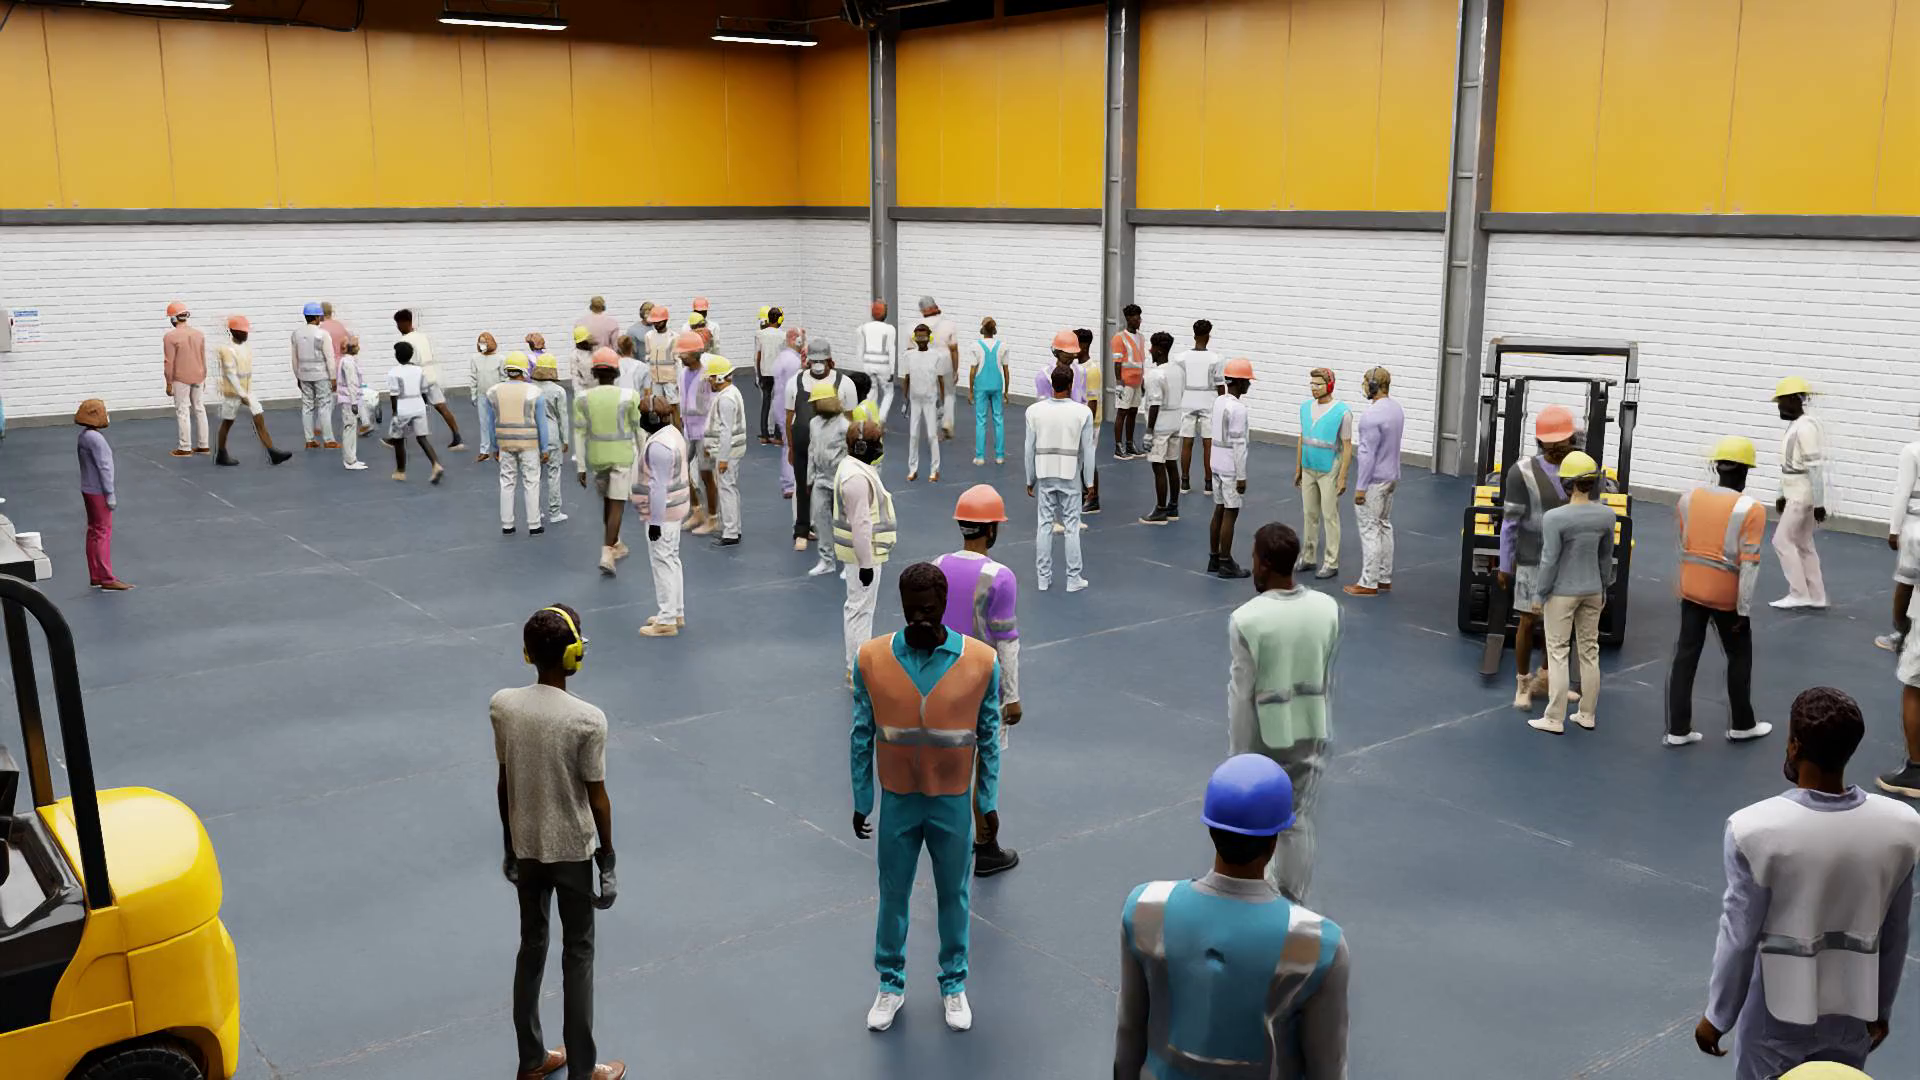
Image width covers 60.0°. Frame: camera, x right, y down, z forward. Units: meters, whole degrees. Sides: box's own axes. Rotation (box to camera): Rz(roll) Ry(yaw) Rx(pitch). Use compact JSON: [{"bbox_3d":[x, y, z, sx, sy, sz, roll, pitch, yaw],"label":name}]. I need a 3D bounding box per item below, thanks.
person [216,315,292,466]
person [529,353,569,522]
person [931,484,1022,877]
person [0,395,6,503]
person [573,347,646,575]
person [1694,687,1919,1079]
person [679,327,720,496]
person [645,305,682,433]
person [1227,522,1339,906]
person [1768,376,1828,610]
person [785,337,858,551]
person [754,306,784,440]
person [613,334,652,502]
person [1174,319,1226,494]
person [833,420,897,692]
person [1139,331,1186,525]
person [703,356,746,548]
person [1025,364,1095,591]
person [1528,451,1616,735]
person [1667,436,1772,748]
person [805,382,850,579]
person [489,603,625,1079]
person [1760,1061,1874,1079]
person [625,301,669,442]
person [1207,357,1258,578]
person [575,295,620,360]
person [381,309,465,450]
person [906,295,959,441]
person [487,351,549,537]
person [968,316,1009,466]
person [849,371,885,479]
[{"bbox_3d":[-8.800,-1.822,20.424,1.039,1.869,0.540,4,12,16],"label":"person"},{"bbox_3d":[-4.230,-1.046,17.044,0.489,1.728,0.323,2,12,9],"label":"person"},{"bbox_3d":[0.088,0.685,8.198,0.386,1.930,0.545,-11,16,-44],"label":"person"},{"bbox_3d":[-10.581,-1.180,17.931,0.528,1.630,0.320,-2,12,-11],"label":"person"},{"bbox_3d":[-3.120,-0.710,14.787,0.610,2.002,1.037,2,12,8],"label":"person"},{"bbox_3d":[2.491,1.371,4.909,0.587,1.920,0.391,-1,12,-5],"label":"person"},{"bbox_3d":[-2.851,-1.424,18.517,0.590,1.878,0.341,3,12,16],"label":"person"},{"bbox_3d":[-3.866,-2.098,21.677,0.556,1.923,0.426,6,13,25],"label":"person"},{"bbox_3d":[1.409,0.867,7.383,0.602,1.904,0.447,-6,13,-27],"label":"person"},{"bbox_3d":[6.763,-0.364,13.375,0.600,1.879,0.601,5,13,23],"label":"person"},{"bbox_3d":[-1.309,-0.897,15.568,0.686,2.000,0.535,1,12,4],"label":"person"},{"bbox_3d":[-2.613,-2.283,22.765,0.403,1.830,0.599,7,14,31],"label":"person"},{"bbox_3d":[-3.626,-1.332,18.207,0.568,1.812,0.561,-2,12,-8],"label":"person"},{"bbox_3d":[2.680,-1.488,18.601,0.607,1.965,0.366,4,12,20],"label":"person"},{"bbox_3d":[-0.639,0.105,11.210,0.429,1.843,0.633,-1,12,-6],"label":"person"},{"bbox_3d":[2.056,-1.137,16.907,0.369,1.965,0.609,9,15,37],"label":"person"},{"bbox_3d":[-2.236,-0.843,15.853,0.403,1.819,0.602,-1,12,-4],"label":"person"},{"bbox_3d":[0.840,-0.516,14.026,0.596,1.916,0.373,4,12,17],"label":"person"},{"bbox_3d":[3.787,0.328,10.322,0.534,1.765,0.323,-4,12,-18],"label":"person"},{"bbox_3d":[4.645,0.311,10.081,0.827,1.890,0.590,-8,14,-32],"label":"person"},{"bbox_3d":[-1.118,-0.513,14.489,0.493,1.721,0.429,9,15,38],"label":"person"},{"bbox_3d":[-1.482,1.152,6.126,0.501,1.861,0.328,4,12,20],"label":"person"},{"bbox_3d":[1.557,1.808,3.193,0.337,1.760,0.526,9,15,39],"label":"person"},{"bbox_3d":[-4.154,-2.226,22.273,0.636,1.929,0.385,-8,14,-35],"label":"person"},{"bbox_3d":[2.387,-0.630,14.549,0.387,1.930,0.544,-2,12,-11],"label":"person"},{"bbox_3d":[-5.174,-2.541,23.806,0.636,1.917,0.716,-2,12,-12],"label":"person"},{"bbox_3d":[-7.047,-2.085,21.782,1.157,1.871,0.618,4,12,18],"label":"person"},{"bbox_3d":[-0.368,-2.331,22.491,0.711,2.000,0.572,1,12,7],"label":"person"},{"bbox_3d":[-4.306,-0.933,16.277,0.595,1.826,0.403,1,12,5],"label":"person"},{"bbox_3d":[0.355,-1.838,20.586,0.517,1.844,0.329,-2,12,-11],"label":"person"},{"bbox_3d":[-0.891,-0.765,15.802,0.331,1.683,0.551,3,12,13],"label":"person"}]
